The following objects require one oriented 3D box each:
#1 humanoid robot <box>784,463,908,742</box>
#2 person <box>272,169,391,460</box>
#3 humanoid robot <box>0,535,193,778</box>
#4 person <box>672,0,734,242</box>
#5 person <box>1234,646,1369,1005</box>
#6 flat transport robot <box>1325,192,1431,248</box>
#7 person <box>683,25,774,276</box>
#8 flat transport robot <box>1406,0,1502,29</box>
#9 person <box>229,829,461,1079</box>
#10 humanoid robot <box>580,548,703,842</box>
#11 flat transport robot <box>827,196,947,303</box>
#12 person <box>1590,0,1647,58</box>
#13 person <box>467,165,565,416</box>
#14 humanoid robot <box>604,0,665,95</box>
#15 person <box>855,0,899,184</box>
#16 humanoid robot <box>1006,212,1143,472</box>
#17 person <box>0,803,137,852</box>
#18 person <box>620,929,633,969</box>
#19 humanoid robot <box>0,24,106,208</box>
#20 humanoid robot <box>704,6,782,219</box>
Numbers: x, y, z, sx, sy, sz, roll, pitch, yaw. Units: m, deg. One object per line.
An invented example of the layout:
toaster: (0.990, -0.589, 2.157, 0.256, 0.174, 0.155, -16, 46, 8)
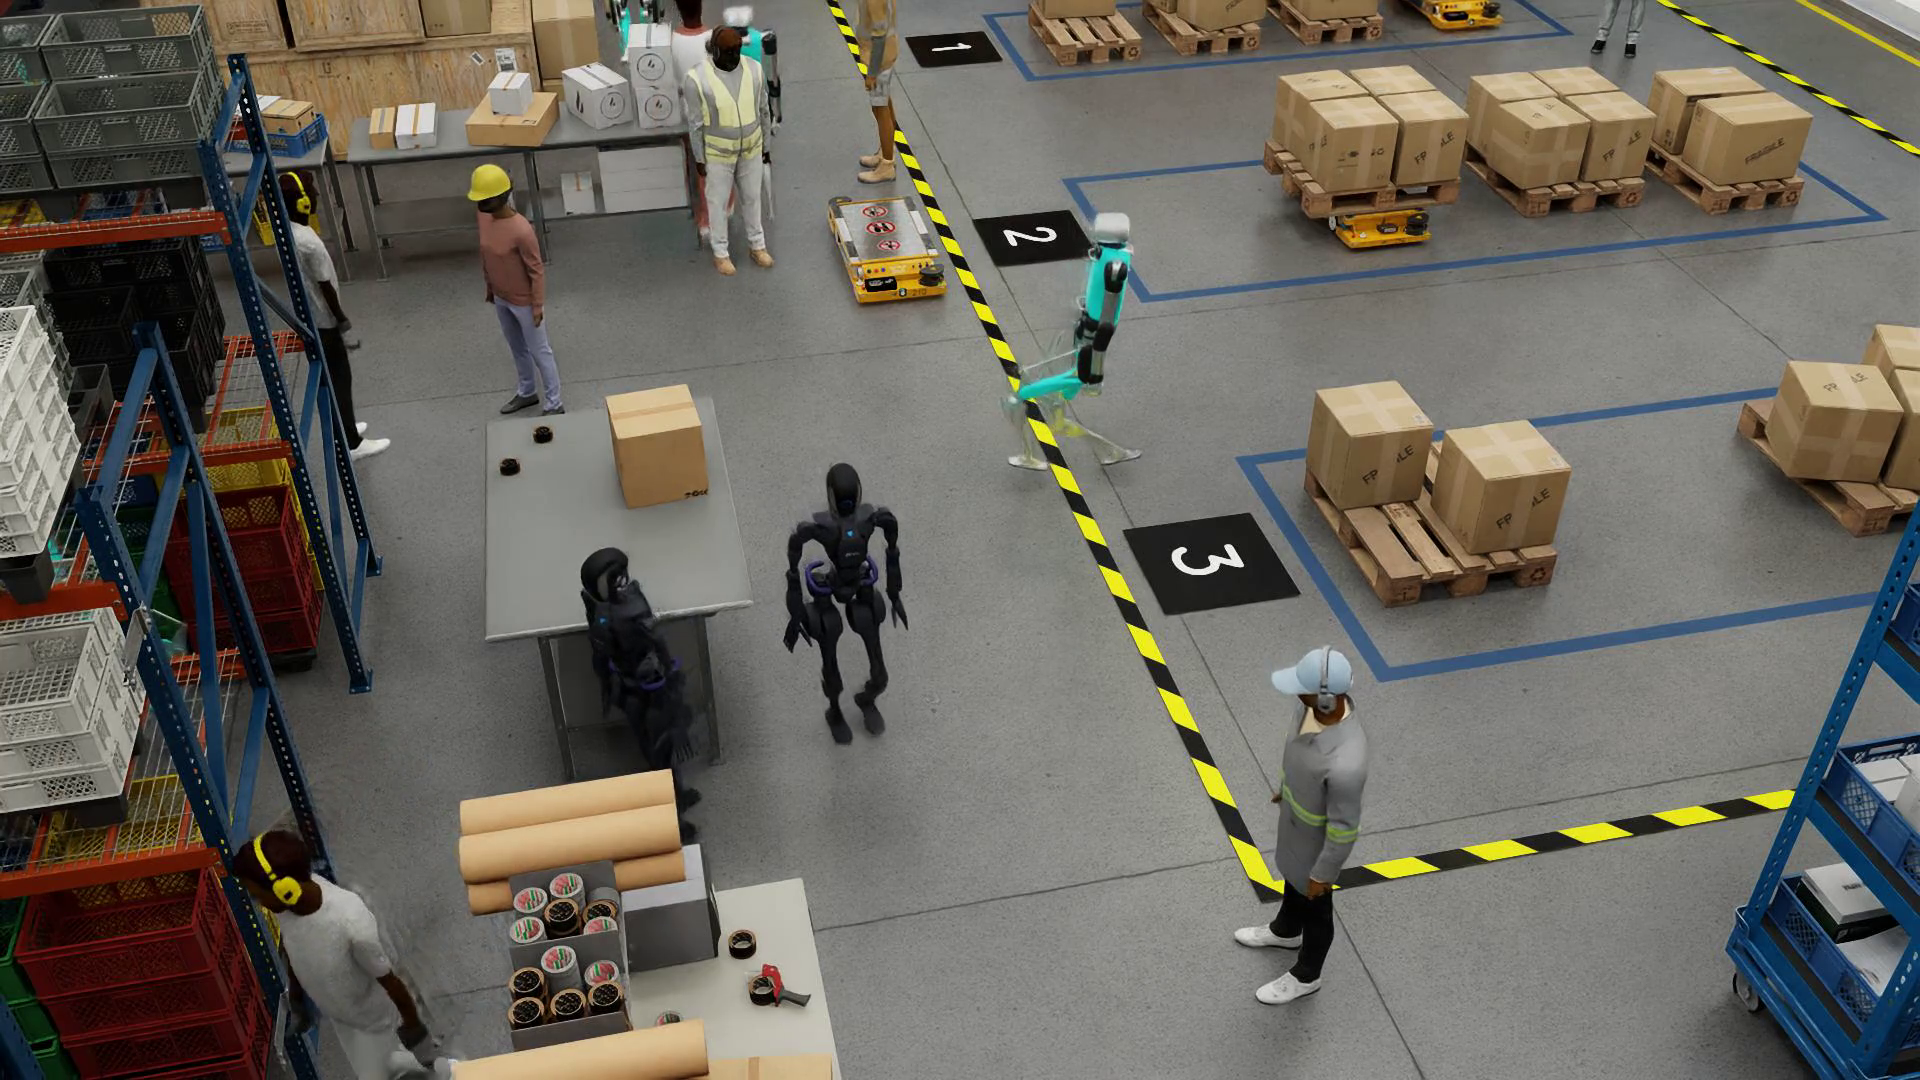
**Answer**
humanoid robot: (-0.550, 0.307, 7.957, 0.616, 1.643, 0.339, -12, 38, -16)
person: (-3.839, -1.342, 10.027, 0.320, 1.862, 0.512, -29, 45, -33)
humanoid robot: (-3.944, 0.440, 7.780, 0.824, 1.820, 0.540, -6, 37, -9)
person: (-1.940, -3.194, 12.510, 0.603, 1.886, 0.909, -3, 37, -4)
person: (1.378, 1.149, 6.688, 0.407, 1.847, 0.589, -3, 37, -4)
flat transport robot: (3.134, -2.740, 13.213, 0.652, 0.197, 1.431, -8, 37, -10)
person: (-1.640, -2.816, 12.030, 0.622, 1.837, 0.429, -18, 40, -23)
flat transport robot: (4.923, -5.591, 17.045, 0.652, 0.197, 1.431, -8, 37, -10)
person: (-2.146, 1.693, 5.980, 0.602, 1.825, 0.765, 19, 41, 24)
humanoid robot: (-1.380, 0.694, 7.443, 0.604, 1.635, 0.443, 25, 44, 30)
flat transport robot: (-0.570, -2.220, 12.538, 0.659, 0.231, 1.431, -8, 37, -10)
person: (6.351, -5.458, 15.576, 0.585, 1.835, 0.404, 14, 39, 18)
person: (-2.776, -1.502, 10.319, 0.532, 1.765, 0.324, 27, 44, 31)
humanoid robot: (-2.824, -4.485, 14.402, 0.531, 1.779, 1.007, -4, 37, -5)
person: (-0.677, -3.849, 13.240, 0.371, 2.046, 0.604, 2, 37, 2)
humanoid robot: (0.611, -1.102, 9.821, 1.041, 1.729, 0.550, -1, 37, -1)
person: (-4.263, 0.843, 6.980, 1.068, 1.986, 0.623, -4, 37, -5)
person: (-1.369, 1.616, 6.159, 0.538, 1.728, 0.489, -14, 39, -18)
humanoid robot: (-6.484, -2.886, 12.221, 0.941, 1.756, 0.613, 8, 37, 11)
humanoid robot: (-1.637, -3.287, 12.751, 0.551, 1.776, 0.851, -5, 37, -7)
